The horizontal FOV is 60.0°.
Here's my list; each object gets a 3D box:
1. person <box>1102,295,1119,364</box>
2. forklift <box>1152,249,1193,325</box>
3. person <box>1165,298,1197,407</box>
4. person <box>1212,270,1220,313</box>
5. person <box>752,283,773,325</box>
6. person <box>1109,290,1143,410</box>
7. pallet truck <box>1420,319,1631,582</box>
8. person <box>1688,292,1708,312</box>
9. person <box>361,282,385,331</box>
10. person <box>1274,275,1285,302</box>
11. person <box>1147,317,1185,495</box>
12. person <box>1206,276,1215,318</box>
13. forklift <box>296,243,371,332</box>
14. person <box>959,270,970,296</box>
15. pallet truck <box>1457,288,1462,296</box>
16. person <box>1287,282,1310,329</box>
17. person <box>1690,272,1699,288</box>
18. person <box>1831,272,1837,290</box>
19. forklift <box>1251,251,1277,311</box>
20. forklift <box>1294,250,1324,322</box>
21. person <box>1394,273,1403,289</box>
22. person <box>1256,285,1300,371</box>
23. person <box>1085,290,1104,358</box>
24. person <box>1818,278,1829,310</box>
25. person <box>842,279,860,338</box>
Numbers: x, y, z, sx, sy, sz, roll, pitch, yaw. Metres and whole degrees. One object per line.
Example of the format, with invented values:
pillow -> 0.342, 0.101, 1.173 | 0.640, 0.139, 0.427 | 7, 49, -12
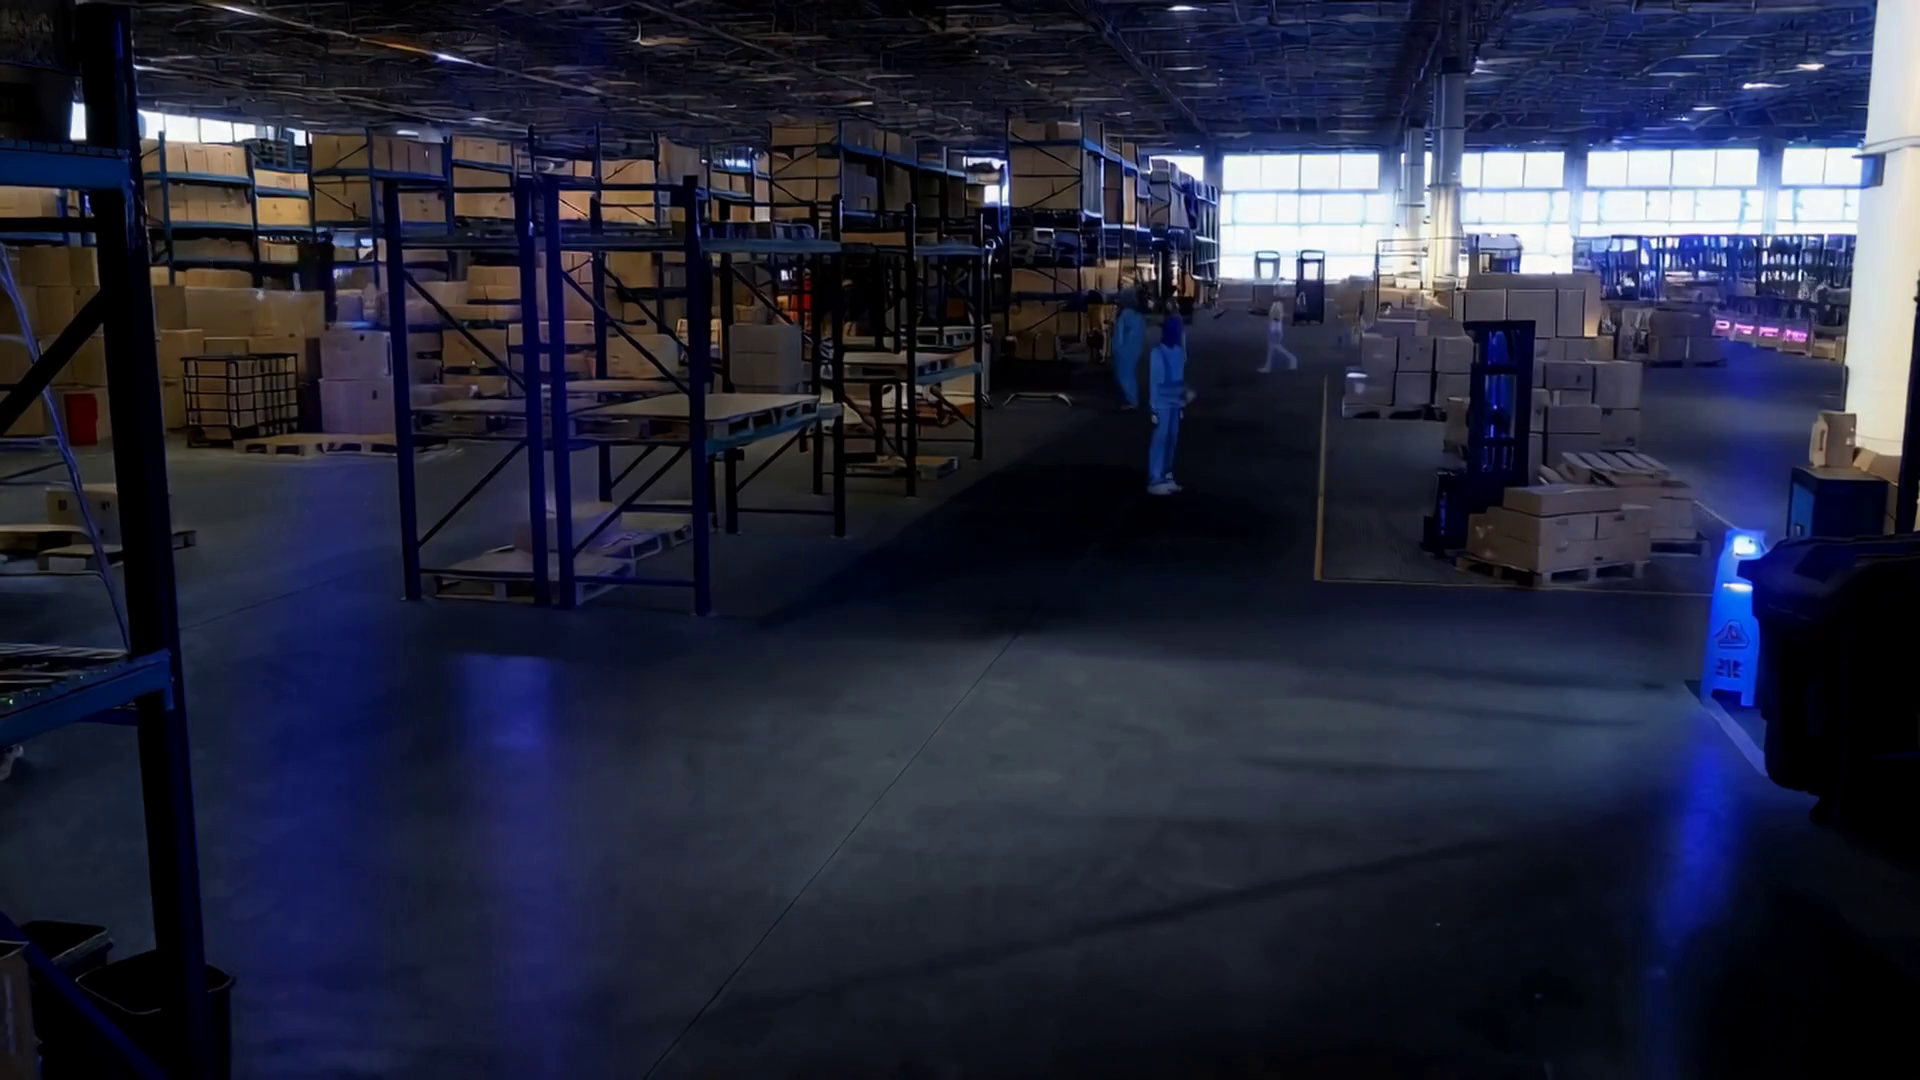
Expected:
person -> 3.555, -4.976, 39.340 | 0.306, 1.640, 0.522 | -7, 12, -37
forklift -> 7.646, -9.320, 61.395 | 1.873, 2.768, 1.129 | 2, 10, 11
person -> 3.656, -3.136, 27.868 | 0.502, 1.832, 0.580 | 1, 10, 7
person -> 11.769, -11.423, 76.464 | 0.376, 1.995, 0.612 | -1, 10, -6
person -> -5.493, -6.341, 46.924 | 0.643, 1.811, 0.841 | 2, 10, 9
person -> 2.712, -3.130, 27.224 | 0.539, 2.000, 0.790 | 2, 10, 10
pallet truck -> 4.543, -0.757, 13.299 | 0.823, 1.965, 1.885 | -4, 10, -22
person -> 19.210, -5.644, 43.331 | 0.525, 1.620, 0.456 | 1, 10, 5
person -> -14.687, -5.501, 41.662 | 0.587, 1.911, 0.397 | -5, 11, -26
person -> 13.449, -10.281, 70.227 | 0.403, 1.825, 0.591 | -5, 11, -29
person -> 2.175, -1.407, 17.522 | 0.350, 1.879, 0.568 | 7, 12, 35
person -> 10.524, -10.190, 69.884 | 0.391, 1.753, 0.564 | -1, 10, -6
forklift -> -13.930, -5.065, 36.196 | 1.873, 2.768, 1.129 | 2, 10, 12
person -> 0.237, -12.544, 83.274 | 0.548, 1.937, 0.358 | -2, 10, -14
pallet truck -> 20.506, -9.785, 68.819 | 0.653, 1.274, 1.630 | 2, 10, 12
person -> 12.089, -8.325, 59.103 | 0.858, 1.646, 0.545 | -2, 10, -12
person -> 31.960, -10.672, 72.245 | 0.838, 1.924, 0.614 | 6, 11, 32
person -> 42.273, -11.998, 80.354 | 0.389, 1.847, 0.573 | 0, 10, 2
forklift -> 13.906, -11.743, 75.744 | 1.129, 2.768, 1.873 | 1, 10, 4
forklift -> 13.778, -10.002, 65.433 | 1.129, 2.768, 1.873 | 2, 10, 12
person -> 16.798, -9.231, 63.654 | 0.356, 1.938, 0.545 | 1, 10, 5
person -> 7.046, -4.656, 36.667 | 0.881, 1.915, 0.551 | 1, 10, 6
person -> 3.365, -5.414, 41.766 | 0.541, 1.695, 0.316 | 7, 12, 37
person -> 34.052, -9.490, 65.761 | 0.580, 1.747, 0.525 | 0, 10, 0
person -> -2.796, -5.524, 41.591 | 0.615, 1.985, 0.404 | -4, 10, -22
